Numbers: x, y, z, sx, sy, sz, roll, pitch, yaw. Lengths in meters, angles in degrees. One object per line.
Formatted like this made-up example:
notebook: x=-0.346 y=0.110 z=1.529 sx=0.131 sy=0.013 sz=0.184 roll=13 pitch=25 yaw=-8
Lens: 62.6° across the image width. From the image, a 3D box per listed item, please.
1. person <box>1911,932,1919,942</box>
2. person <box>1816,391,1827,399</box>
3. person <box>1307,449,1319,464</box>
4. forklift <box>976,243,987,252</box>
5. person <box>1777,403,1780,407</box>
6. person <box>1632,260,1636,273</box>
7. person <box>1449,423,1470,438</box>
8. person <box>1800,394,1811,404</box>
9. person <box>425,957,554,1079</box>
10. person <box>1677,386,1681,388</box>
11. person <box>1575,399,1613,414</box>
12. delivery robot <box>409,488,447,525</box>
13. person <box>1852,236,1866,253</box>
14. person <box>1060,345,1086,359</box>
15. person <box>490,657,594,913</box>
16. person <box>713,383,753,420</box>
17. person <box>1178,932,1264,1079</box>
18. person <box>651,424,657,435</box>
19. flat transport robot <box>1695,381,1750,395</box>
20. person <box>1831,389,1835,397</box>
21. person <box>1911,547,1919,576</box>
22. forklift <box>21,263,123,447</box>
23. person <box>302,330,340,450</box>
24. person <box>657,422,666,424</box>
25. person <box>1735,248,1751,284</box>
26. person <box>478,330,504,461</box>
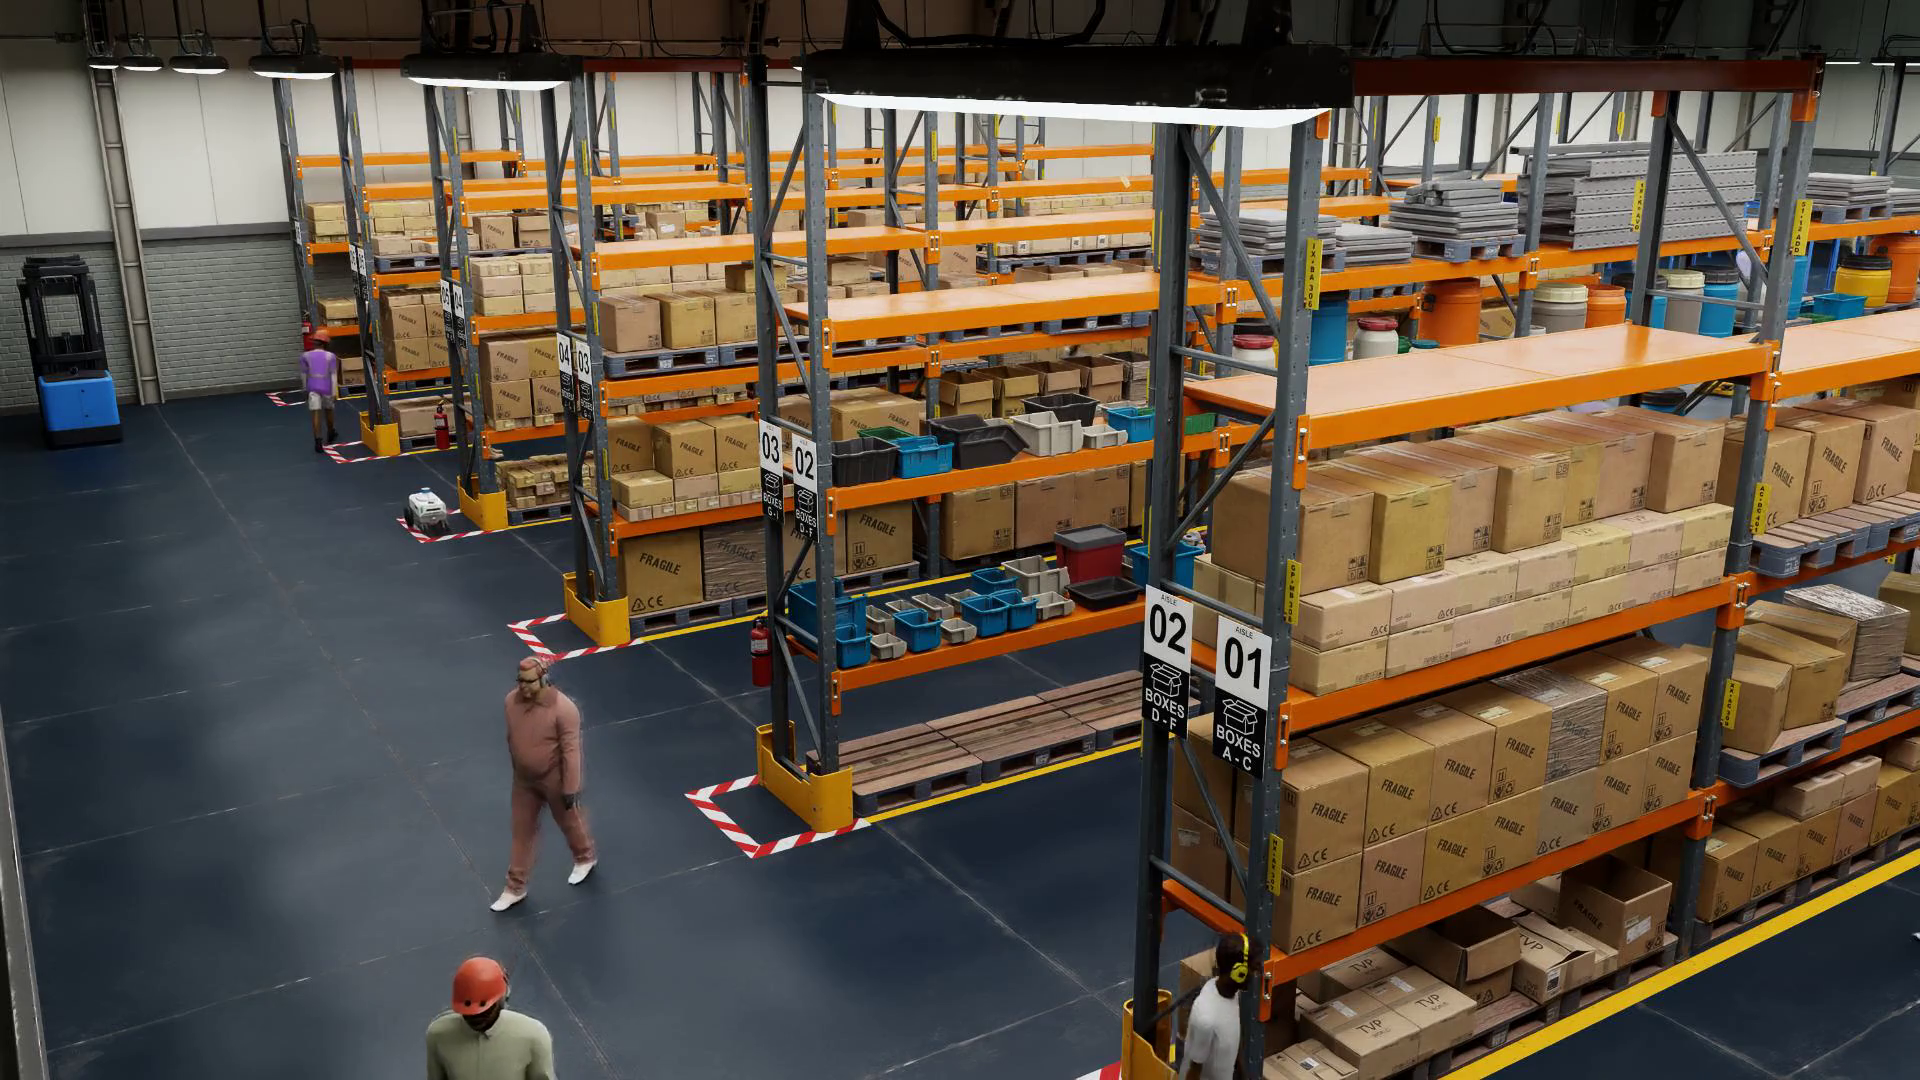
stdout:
person: x=7.117 y=1.933 z=10.894 sx=0.981 sy=1.872 sz=0.612 roll=-10 pitch=20 yaw=-31
person: x=15.958 y=-3.490 z=28.664 sx=0.991 sy=1.896 sz=0.551 roll=-9 pitch=19 yaw=-28
person: x=4.258 y=-0.448 z=19.181 sx=0.814 sy=1.598 sz=0.514 roll=-7 pitch=18 yaw=-21
forklift: x=0.988 y=-5.474 z=34.718 sx=1.214 sy=2.155 sz=2.313 roll=-10 pitch=20 yaw=-31
person: x=11.100 y=-1.379 z=21.980 sx=0.744 sy=1.731 sz=0.520 roll=-6 pitch=18 yaw=-20
person: x=18.954 y=-8.135 z=43.838 sx=0.716 sy=1.917 sz=0.636 roll=15 pitch=23 yaw=40
person: x=5.927 y=-0.585 z=19.106 sx=0.448 sy=1.916 sz=0.548 roll=-11 pitch=20 yaw=-32
person: x=14.818 y=-2.974 z=27.387 sx=0.310 sy=1.638 sz=0.523 roll=10 pitch=20 yaw=30
person: x=-2.231 y=2.910 z=7.514 sx=0.646 sy=1.975 sz=0.672 roll=-1 pitch=17 yaw=-3
person: x=13.193 y=-3.431 z=28.673 sx=0.326 sy=1.767 sz=0.526 roll=4 pitch=17 yaw=12
person: x=8.542 y=-1.188 z=21.089 sx=0.829 sy=1.907 sz=0.637 roll=-7 pitch=18 yaw=-21
delivery robot: x=-7.032 y=-0.449 z=20.838 sx=0.477 sy=0.478 sz=0.707 roll=-9 pitch=19 yaw=-29
person: x=28.690 y=-9.958 z=50.317 sx=0.519 sy=1.617 sz=0.345 roll=-2 pitch=17 yaw=-7
person: x=1.817 y=-2.277 z=24.637 sx=0.684 sy=1.924 sz=0.639 roll=-13 pitch=21 yaw=-35
person: x=-3.081 y=1.745 z=11.549 sx=0.668 sy=1.860 sz=0.910 roll=7 pitch=18 yaw=21
person: x=-3.799 y=-2.765 z=26.419 sx=0.991 sy=1.819 sz=0.537 roll=-13 pitch=21 yaw=-37
person: x=1.275 y=2.839 z=7.993 sx=0.504 sy=1.825 sz=0.567 roll=6 pitch=18 yaw=20
person: x=-4.729 y=-2.069 z=24.161 sx=0.896 sy=1.799 sz=0.607 roll=-13 pitch=21 yaw=-36
flat transport robot: x=14.533 y=-2.954 z=29.699 sx=1.431 sy=0.197 sz=0.652 roll=-12 pitch=21 yaw=-35
person: x=13.851 y=-2.292 z=24.691 sx=0.409 sy=1.913 sz=0.642 roll=-2 pitch=17 yaw=-6
person: x=9.311 y=0.610 z=15.331 sx=0.371 sy=1.831 sz=0.653 roll=1 pitch=17 yaw=5
forklift: x=-14.518 y=-3.079 z=25.708 sx=1.129 sy=2.768 sz=1.873 roll=-10 pitch=20 yaw=-31
person: x=-10.182 y=-2.406 z=25.153 sx=0.595 sy=1.863 sz=1.042 roll=-3 pitch=17 yaw=-10
person: x=-4.911 y=-2.334 z=24.916 sx=0.771 sy=1.862 sz=0.587 roll=-9 pitch=19 yaw=-28
person: x=18.754 y=-6.292 z=37.879 sx=0.639 sy=1.861 sz=0.996 roll=-5 pitch=18 yaw=-17
person: x=-7.316 y=-2.270 z=24.388 sx=0.359 sy=2.047 sz=0.614 roll=-5 pitch=18 yaw=-17
